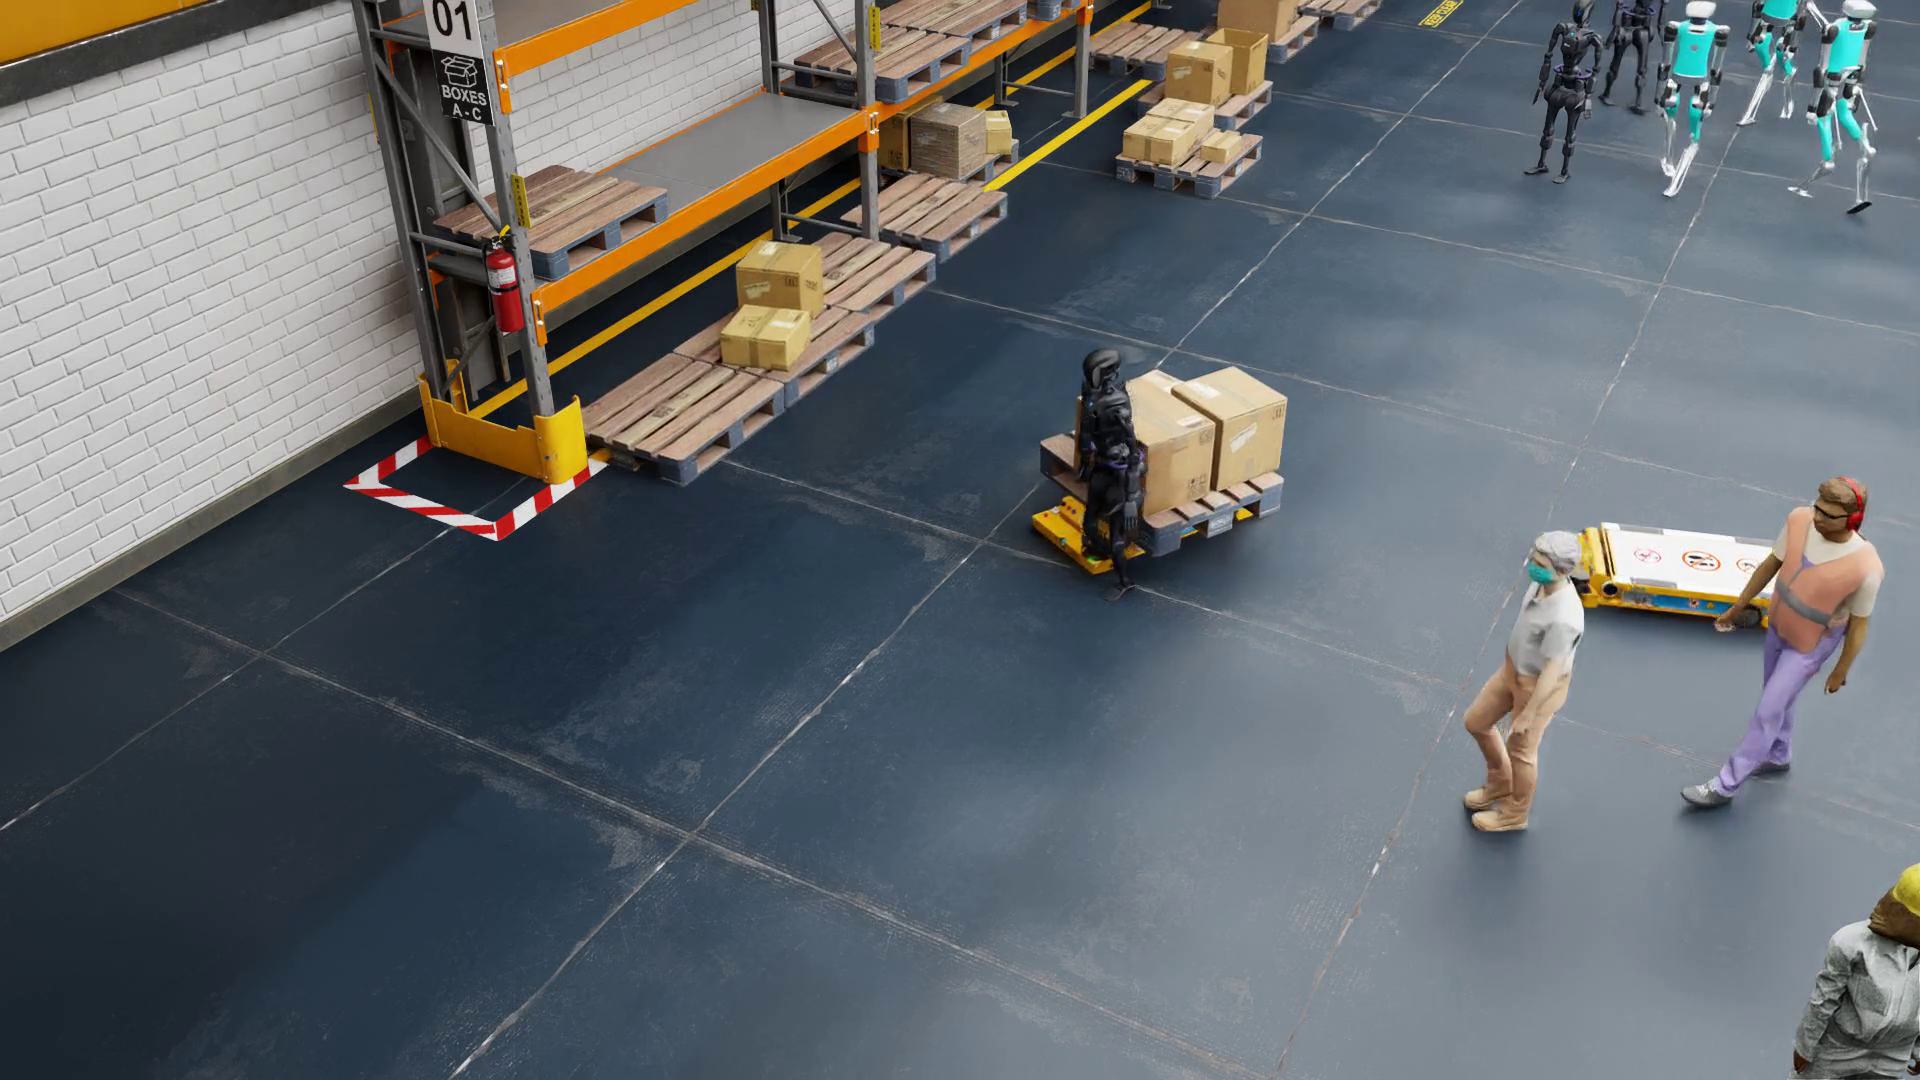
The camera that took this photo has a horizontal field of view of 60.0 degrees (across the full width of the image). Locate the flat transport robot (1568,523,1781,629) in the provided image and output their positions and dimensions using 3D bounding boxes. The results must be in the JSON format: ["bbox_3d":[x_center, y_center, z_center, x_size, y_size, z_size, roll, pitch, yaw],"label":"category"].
[{"bbox_3d":[4.271,0.209,9.832,1.431,0.231,0.659,7,34,10],"label":"flat transport robot"}]

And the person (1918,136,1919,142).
[{"bbox_3d":[9.629,-4.629,15.740,0.633,1.832,0.430,-17,37,-23],"label":"person"}]

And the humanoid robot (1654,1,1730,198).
[{"bbox_3d":[6.538,-4.032,14.945,0.570,1.754,0.964,16,37,23],"label":"humanoid robot"}]

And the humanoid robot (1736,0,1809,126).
[{"bbox_3d":[8.111,-4.914,16.306,0.899,1.822,0.554,-23,40,-31],"label":"humanoid robot"}]

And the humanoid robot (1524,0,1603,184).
[{"bbox_3d":[5.486,-4.060,15.002,0.315,1.655,0.599,-23,40,-31],"label":"humanoid robot"}]

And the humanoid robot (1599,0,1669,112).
[{"bbox_3d":[6.789,-5.117,16.625,0.602,1.632,0.655,-5,34,-7],"label":"humanoid robot"}]

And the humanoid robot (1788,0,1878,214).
[{"bbox_3d":[7.791,-3.690,14.417,0.539,1.770,0.966,-11,35,-16],"label":"humanoid robot"}]

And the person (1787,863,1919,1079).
[{"bbox_3d":[3.276,1.834,6.032,0.492,1.746,0.283,0,33,0],"label":"person"}]

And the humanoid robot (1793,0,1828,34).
[{"bbox_3d":[9.634,-6.537,18.693,0.559,1.719,0.994,-23,40,-30],"label":"humanoid robot"}]

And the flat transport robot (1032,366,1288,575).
[{"bbox_3d":[1.223,-0.216,10.475,1.431,0.231,0.659,-20,38,-27],"label":"flat transport robot"}]

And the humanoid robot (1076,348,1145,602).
[{"bbox_3d":[0.862,-0.364,9.434,0.428,1.641,0.616,-16,37,-23],"label":"humanoid robot"}]

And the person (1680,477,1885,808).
[{"bbox_3d":[3.934,0.487,8.011,0.762,1.814,0.581,-6,34,-9],"label":"person"}]

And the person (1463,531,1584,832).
[{"bbox_3d":[2.623,0.673,7.799,0.439,1.729,0.496,0,33,-1],"label":"person"}]
